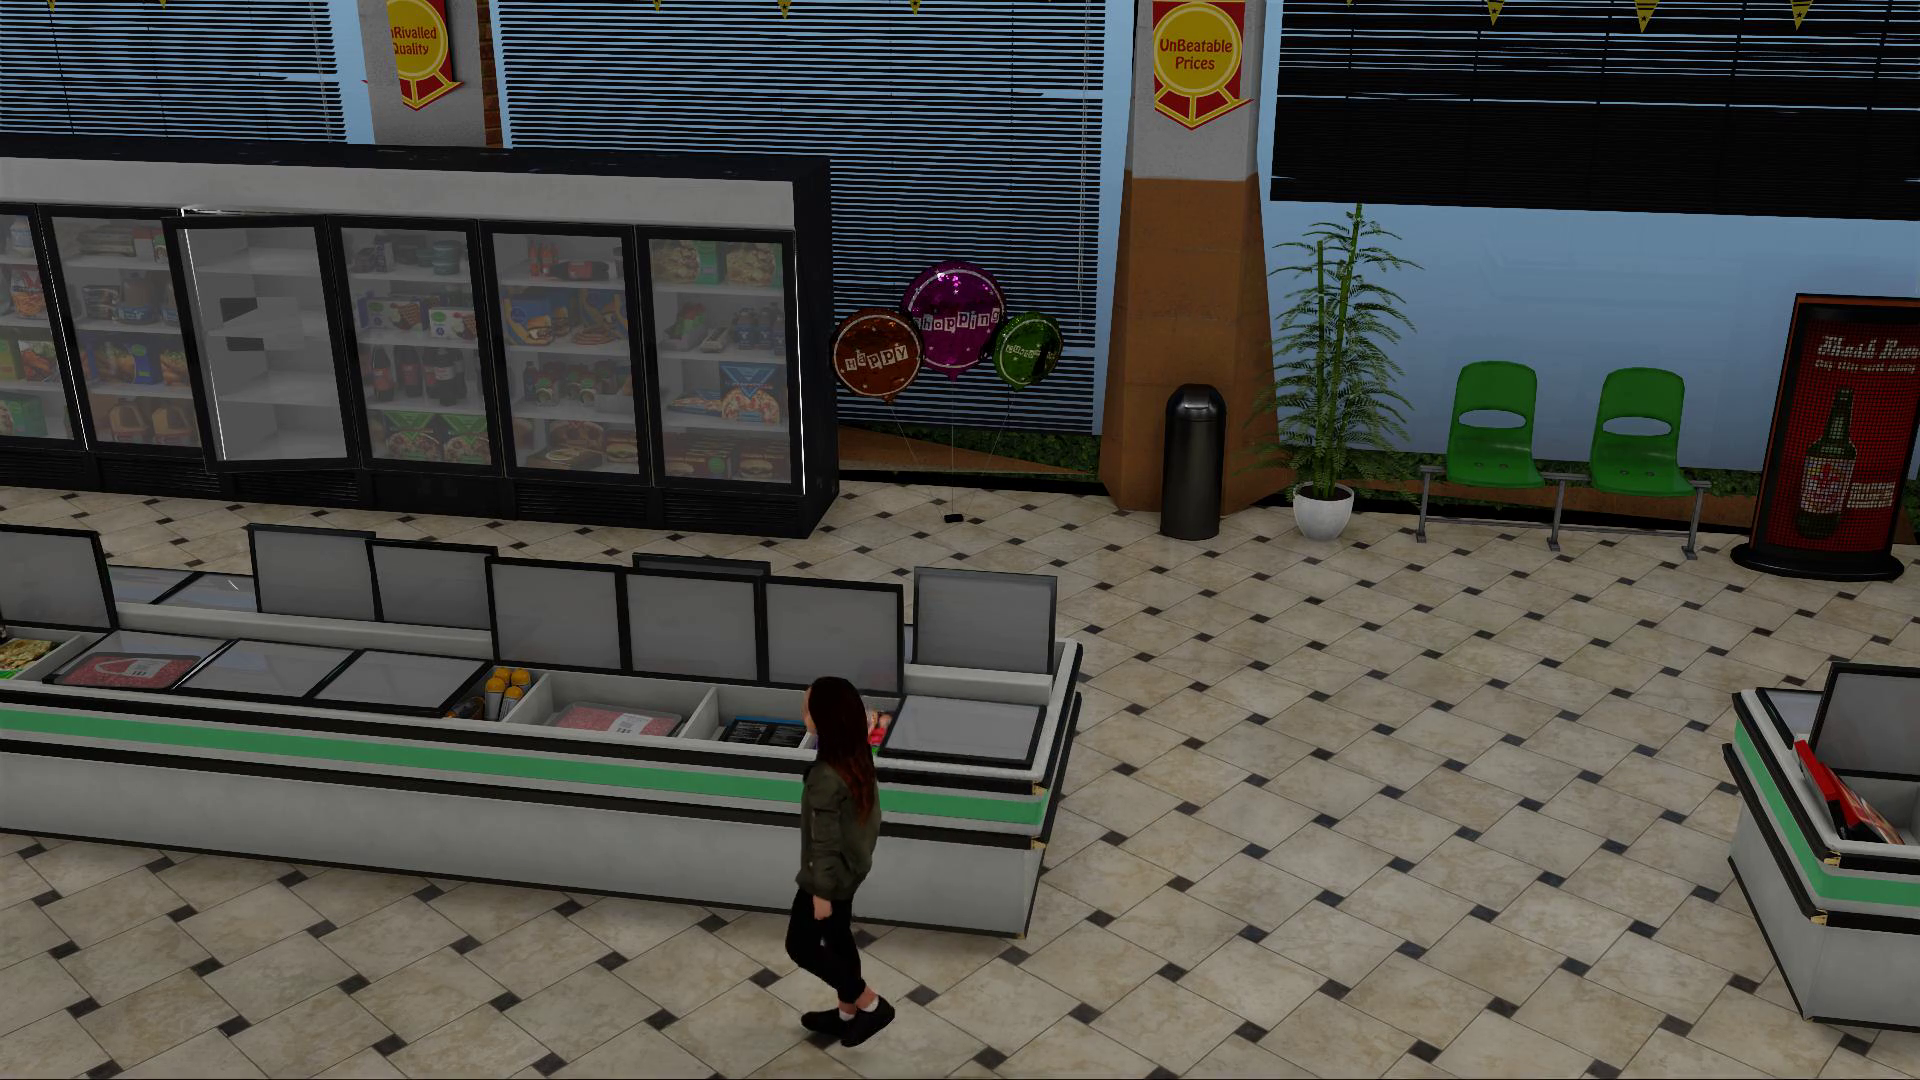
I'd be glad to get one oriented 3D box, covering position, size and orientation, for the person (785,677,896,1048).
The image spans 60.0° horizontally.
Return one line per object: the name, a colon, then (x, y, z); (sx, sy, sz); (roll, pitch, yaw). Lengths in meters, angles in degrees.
person: (-0.378, 1.171, 5.863); (0.592, 1.466, 0.593); (4, 22, 10)
